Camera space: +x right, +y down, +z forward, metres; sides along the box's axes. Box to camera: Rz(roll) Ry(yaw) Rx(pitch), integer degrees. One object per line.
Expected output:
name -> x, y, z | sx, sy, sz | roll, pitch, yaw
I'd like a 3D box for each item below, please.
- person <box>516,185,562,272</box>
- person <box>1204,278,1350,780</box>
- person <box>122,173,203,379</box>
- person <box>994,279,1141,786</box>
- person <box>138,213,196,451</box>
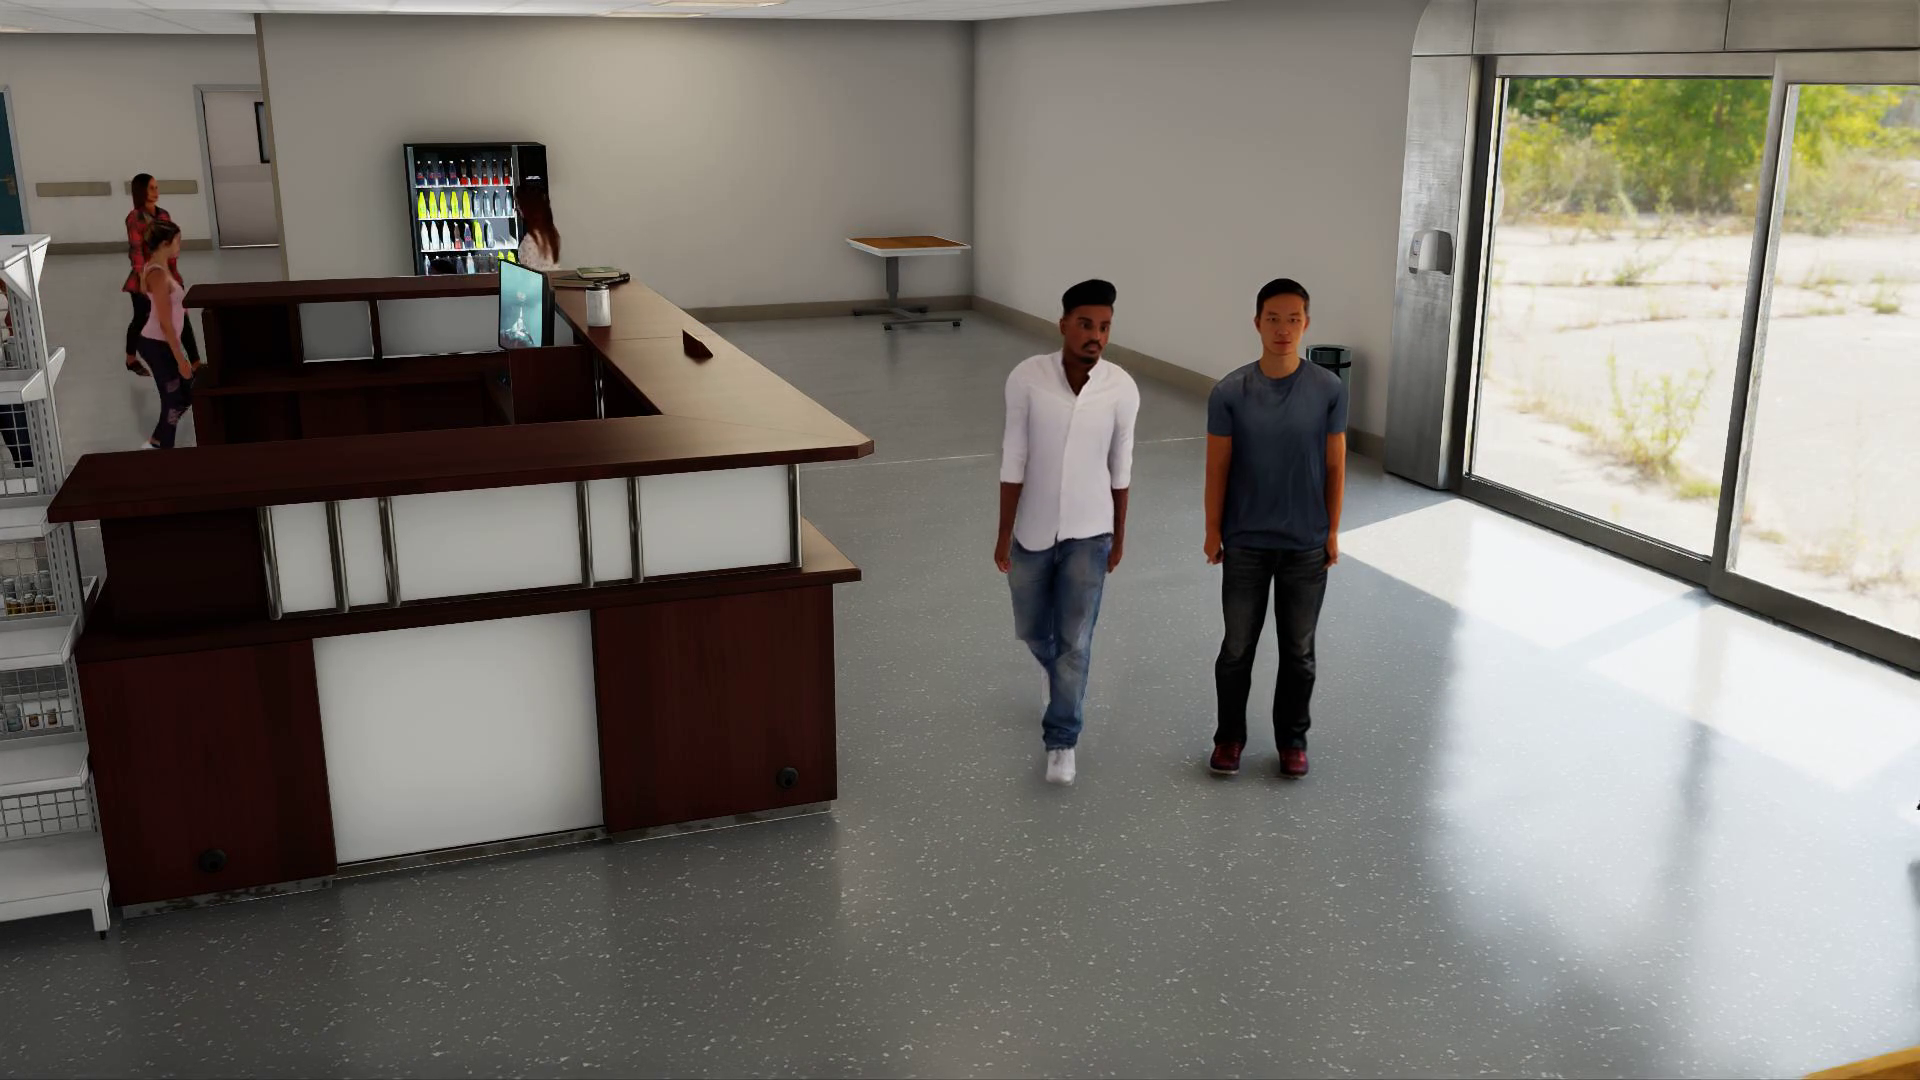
person -> -2.868, -1.651, 11.877 | 1.144, 1.698, 1.005 | 4, 16, 14
person -> 1.120, 0.021, 5.933 | 0.614, 1.705, 0.764 | 1, 16, 3
person -> -6.603, -2.089, 13.506 | 1.185, 1.658, 1.079 | 6, 17, 19
person -> 0.380, -0.063, 6.100 | 1.177, 1.776, 1.071 | 3, 16, 10
person -> -5.028, -1.184, 10.309 | 0.641, 1.651, 0.624 | -9, 18, -29
